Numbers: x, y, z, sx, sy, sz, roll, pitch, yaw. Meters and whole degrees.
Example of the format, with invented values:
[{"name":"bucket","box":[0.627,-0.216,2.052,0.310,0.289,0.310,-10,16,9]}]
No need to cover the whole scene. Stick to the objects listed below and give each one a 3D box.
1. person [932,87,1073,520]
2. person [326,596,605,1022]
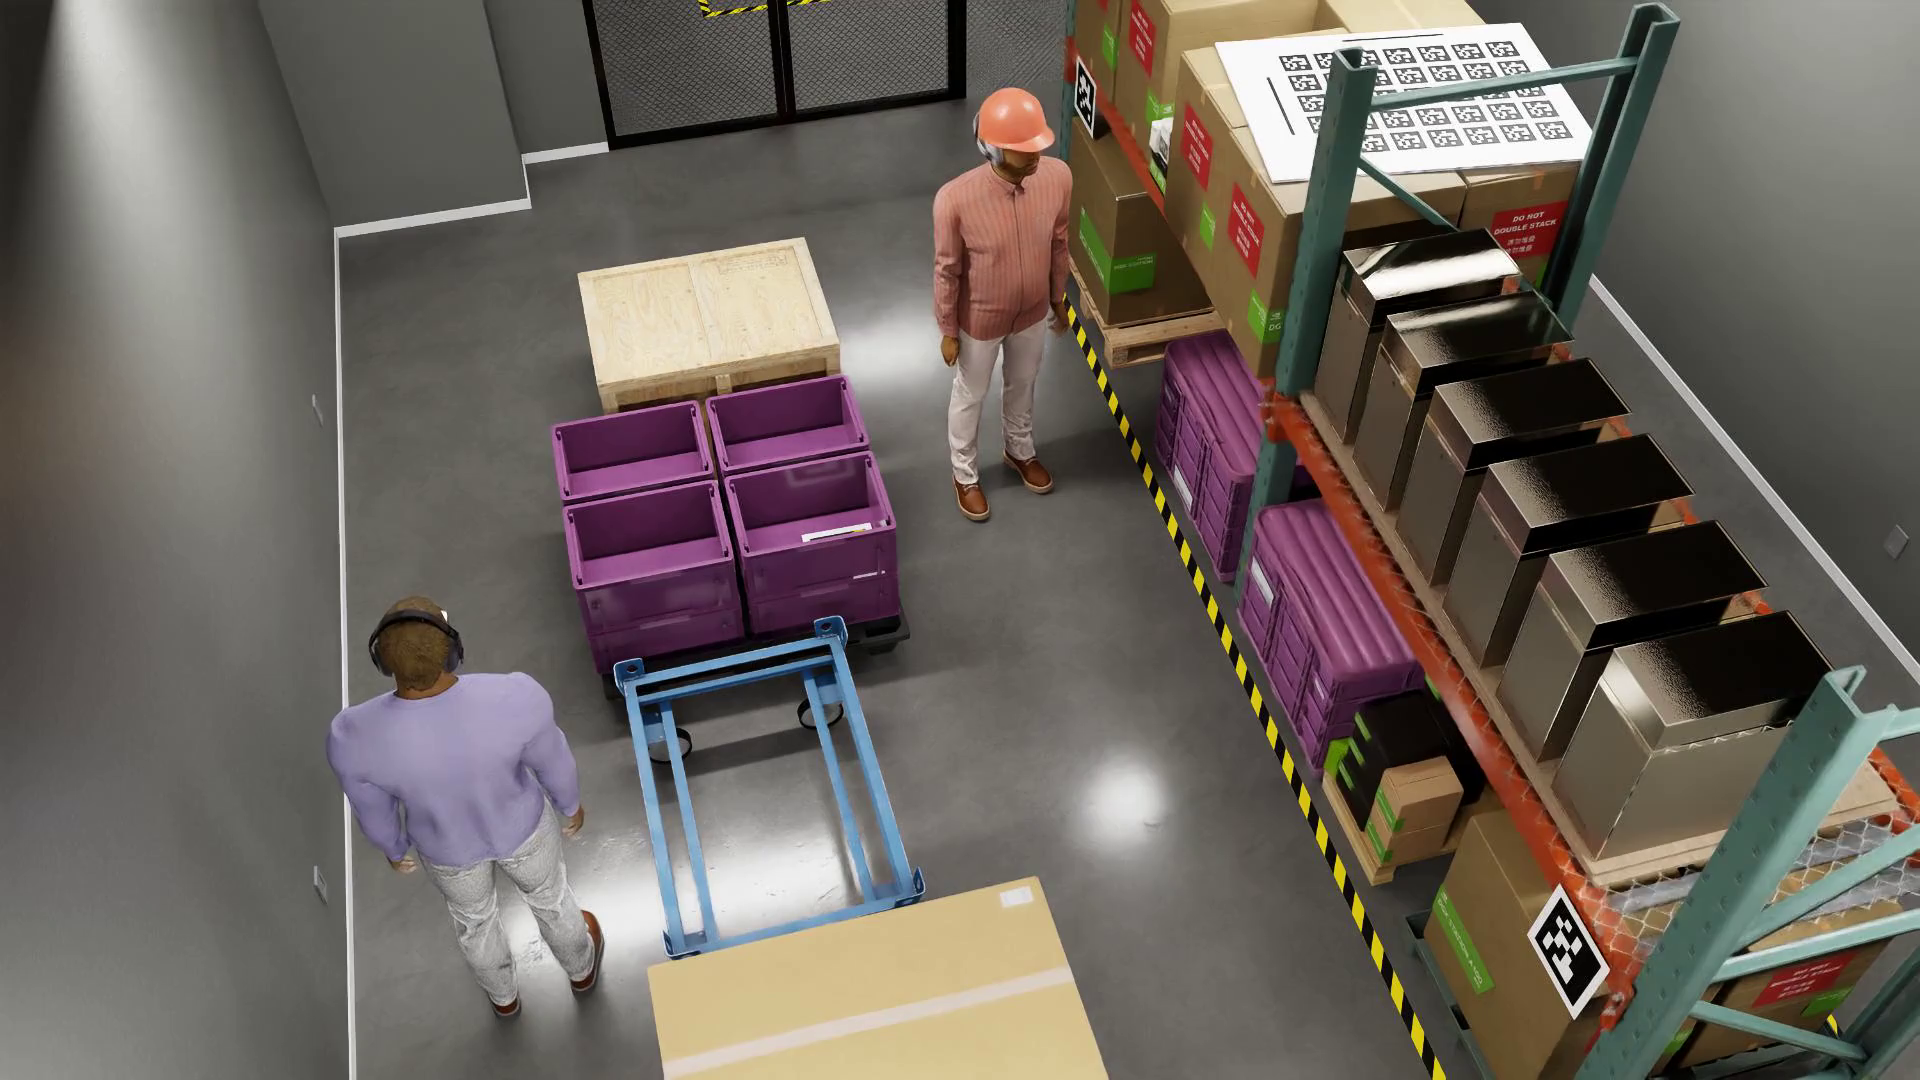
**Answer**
[{"name":"person","box":[0.177,-0.929,6.700,0.608,1.997,0.375,-22,51,-19]},{"name":"person","box":[-1.465,0.866,5.091,0.635,1.937,0.354,-13,49,-12]}]
